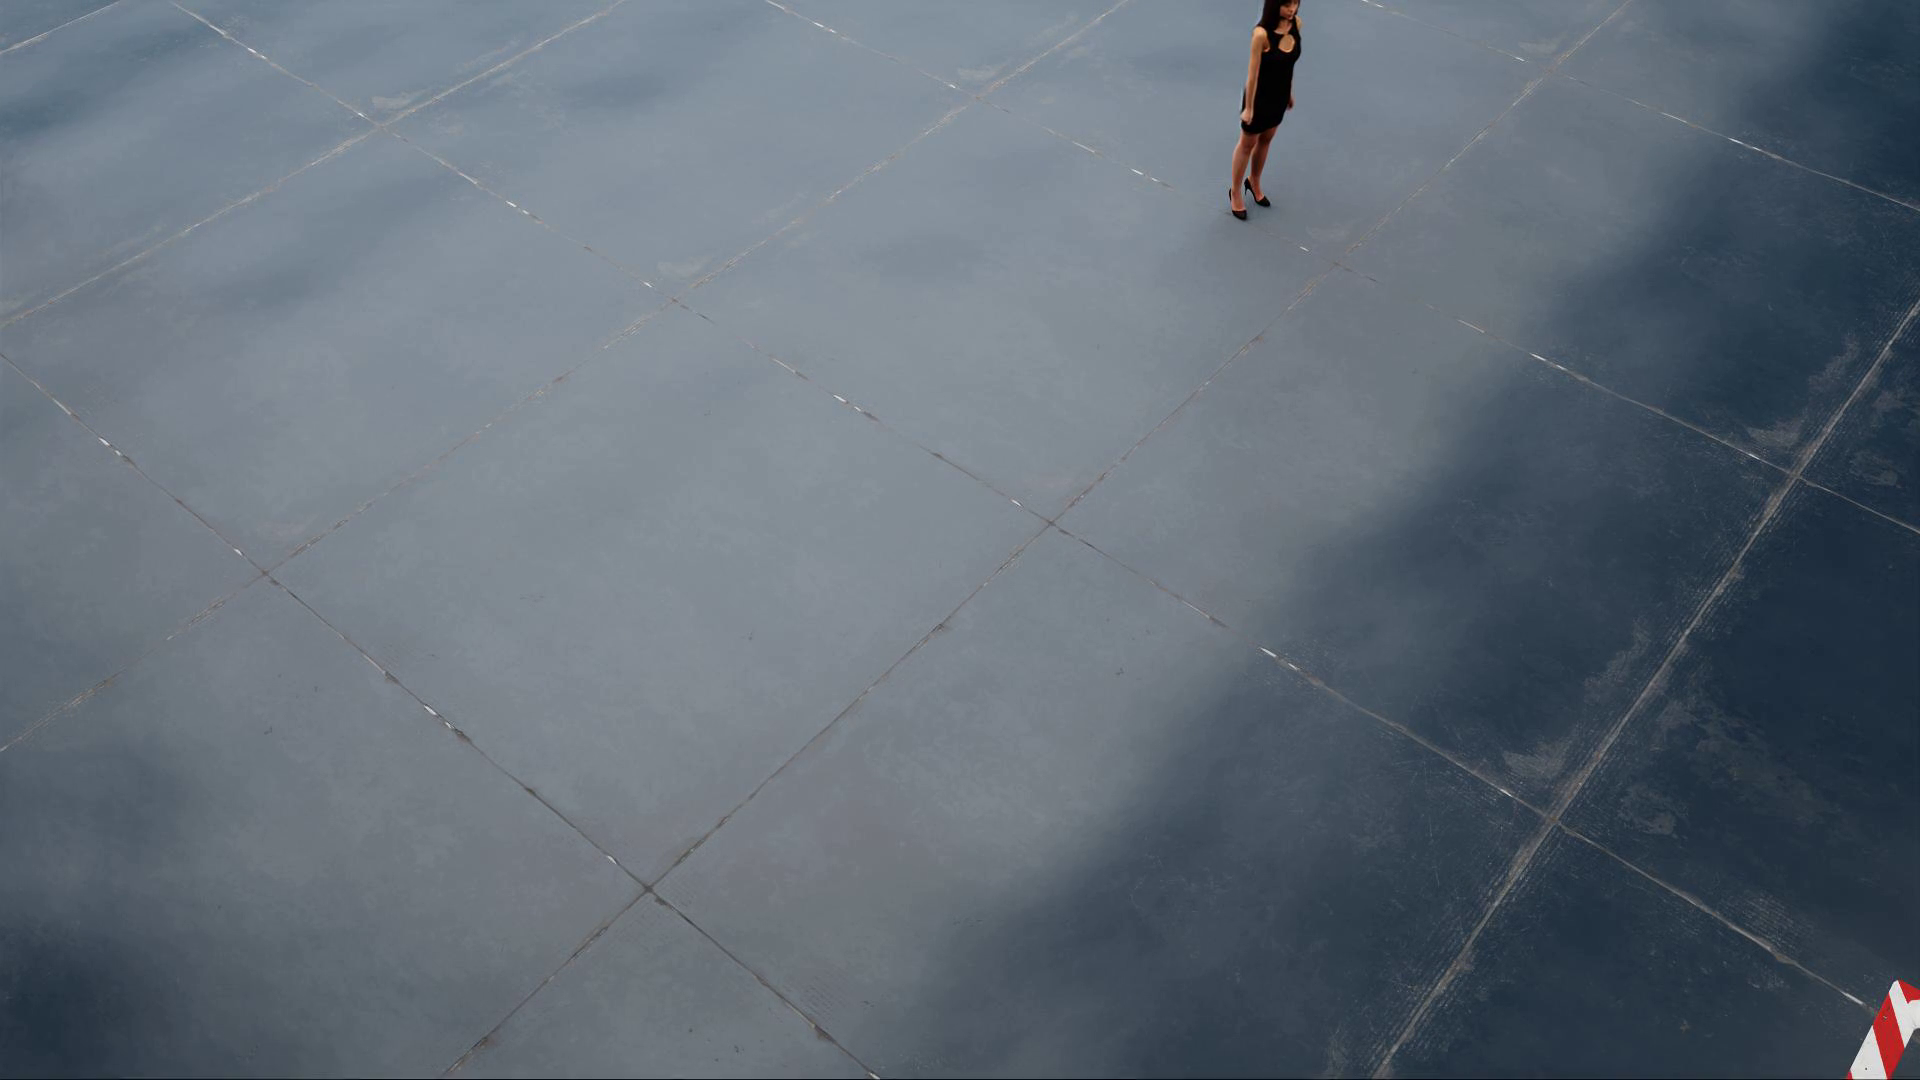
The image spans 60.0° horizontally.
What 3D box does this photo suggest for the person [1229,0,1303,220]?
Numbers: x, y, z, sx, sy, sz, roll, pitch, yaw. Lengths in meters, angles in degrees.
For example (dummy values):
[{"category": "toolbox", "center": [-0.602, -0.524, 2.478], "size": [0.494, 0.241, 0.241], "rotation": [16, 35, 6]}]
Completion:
[{"category": "person", "center": [1.938, -2.805, 10.536], "size": [0.619, 1.648, 0.578], "rotation": [-27, 53, -23]}]
